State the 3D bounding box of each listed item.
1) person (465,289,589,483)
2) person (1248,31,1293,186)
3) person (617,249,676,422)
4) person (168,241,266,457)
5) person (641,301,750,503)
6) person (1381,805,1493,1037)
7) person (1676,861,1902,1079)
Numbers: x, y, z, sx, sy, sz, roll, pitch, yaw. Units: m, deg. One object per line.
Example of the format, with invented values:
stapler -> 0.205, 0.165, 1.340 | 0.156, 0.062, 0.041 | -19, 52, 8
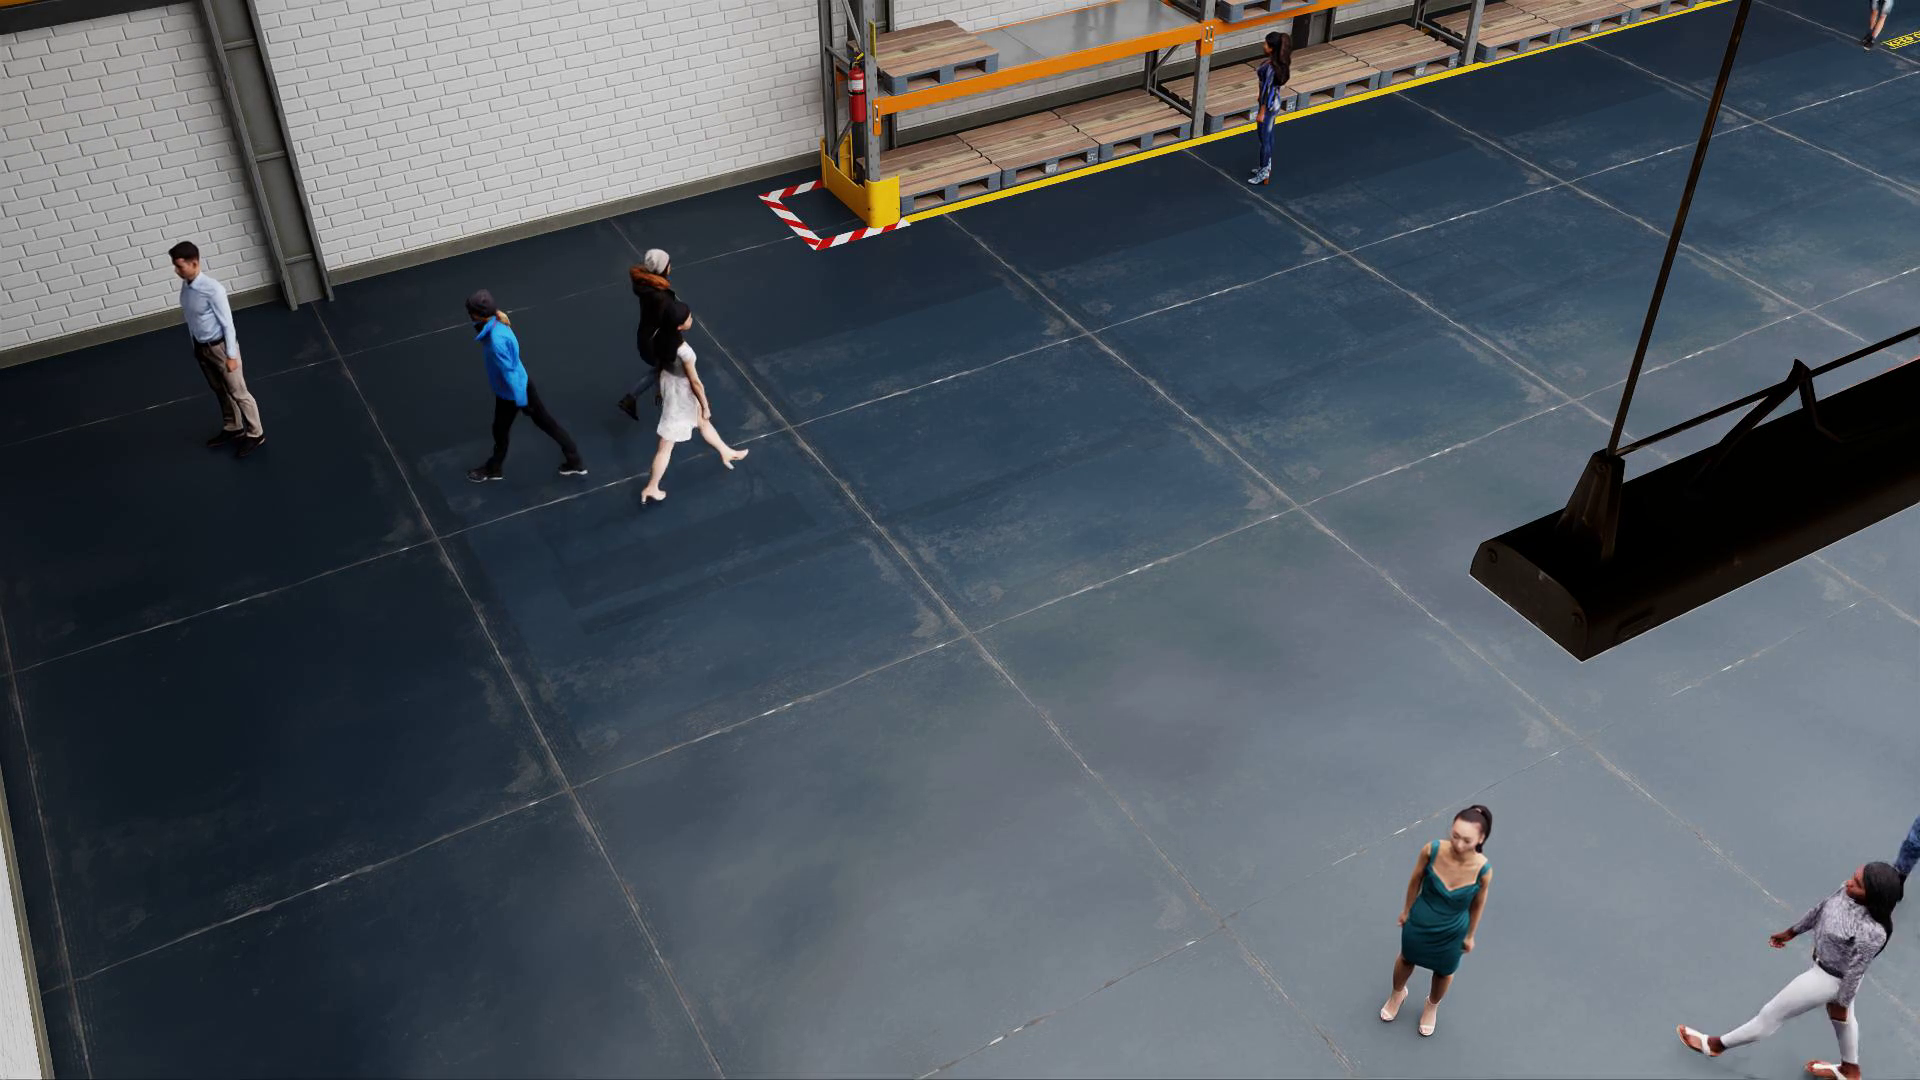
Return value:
person -> -3.341, -1.128, 12.778 | 1.263, 1.750, 0.963 | -3, 39, -4
person -> 3.156, -4.427, 17.017 | 0.752, 1.614, 0.674 | 13, 41, 16
person -> -2.519, -1.594, 13.466 | 0.858, 1.619, 0.655 | -16, 41, -20
person -> -5.918, -1.538, 13.214 | 0.748, 1.845, 0.768 | 21, 43, 24
person -> -2.205, -0.977, 12.610 | 1.230, 1.722, 0.746 | -28, 47, -31
person -> 2.557, 2.038, 8.866 | 0.626, 1.685, 0.642 | 19, 42, 22
person -> 4.579, 2.283, 8.576 | 1.177, 1.664, 1.182 | 14, 41, 17
